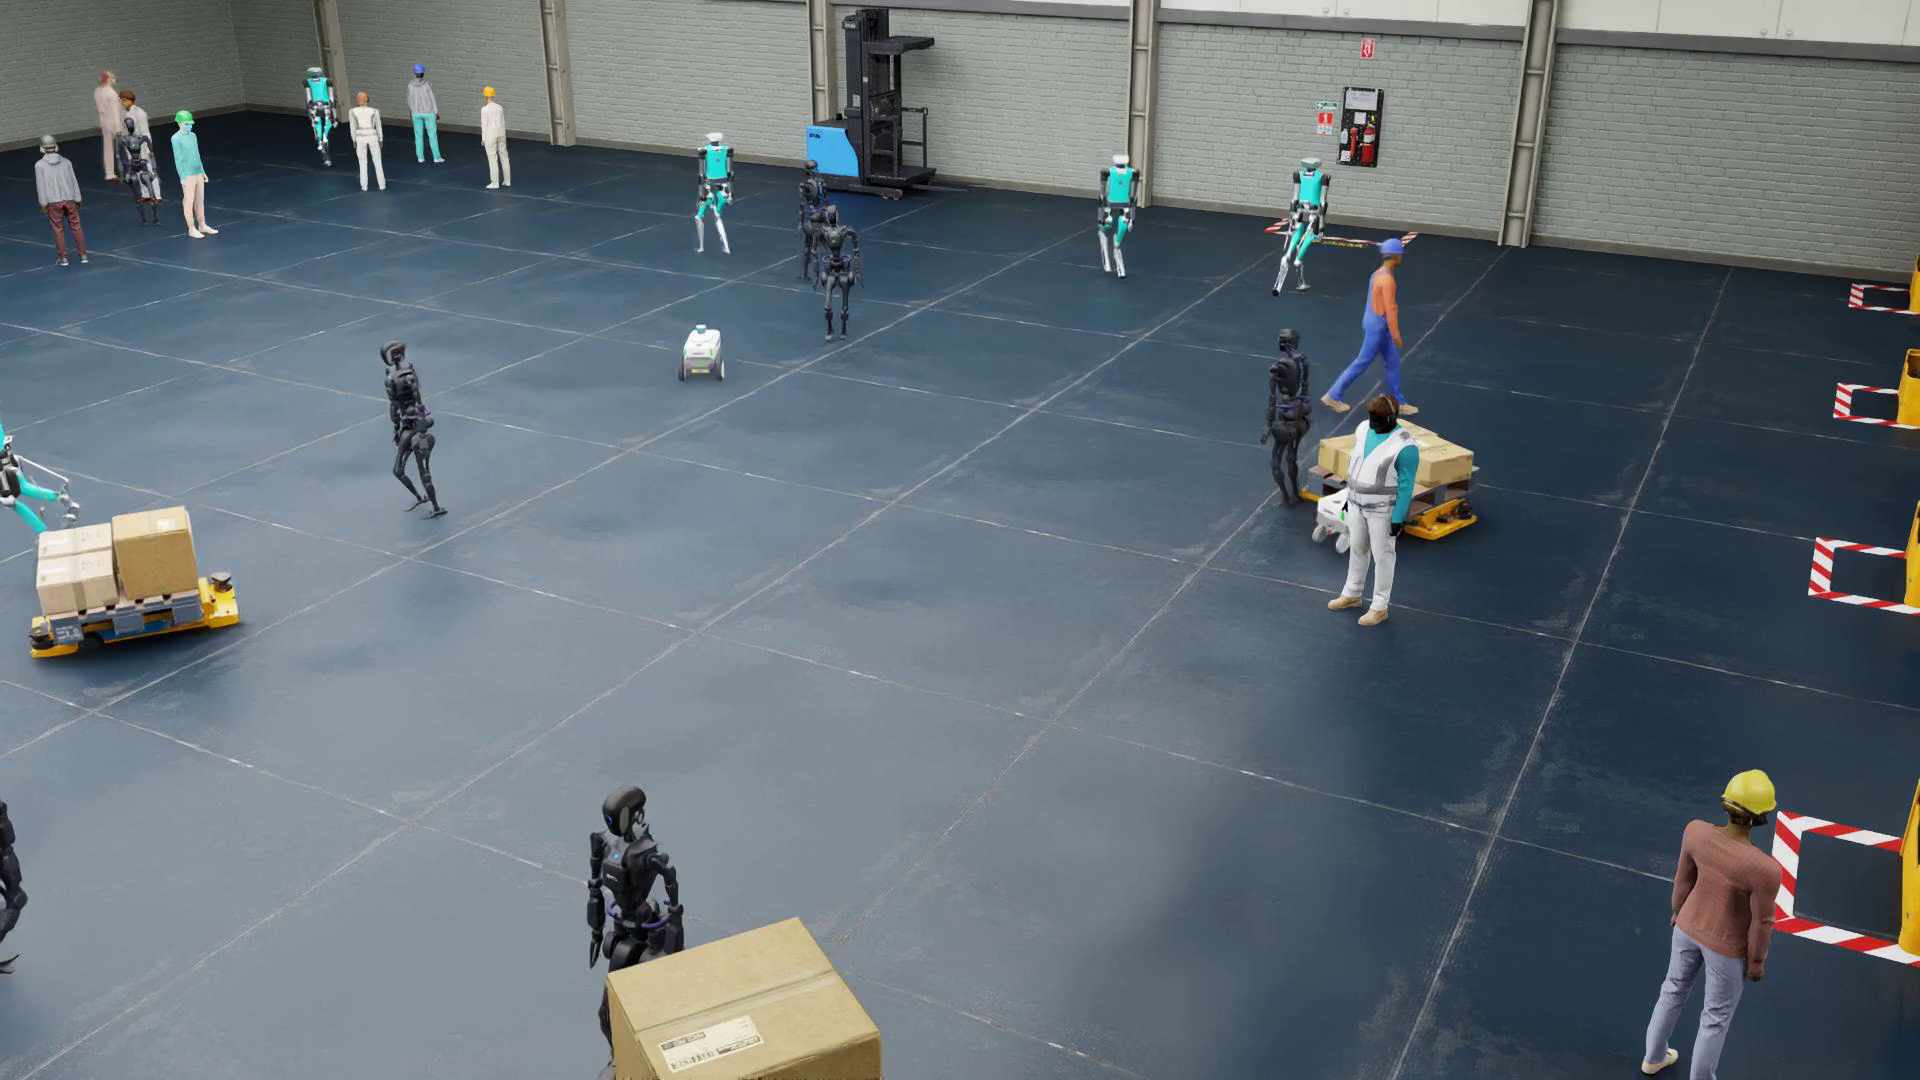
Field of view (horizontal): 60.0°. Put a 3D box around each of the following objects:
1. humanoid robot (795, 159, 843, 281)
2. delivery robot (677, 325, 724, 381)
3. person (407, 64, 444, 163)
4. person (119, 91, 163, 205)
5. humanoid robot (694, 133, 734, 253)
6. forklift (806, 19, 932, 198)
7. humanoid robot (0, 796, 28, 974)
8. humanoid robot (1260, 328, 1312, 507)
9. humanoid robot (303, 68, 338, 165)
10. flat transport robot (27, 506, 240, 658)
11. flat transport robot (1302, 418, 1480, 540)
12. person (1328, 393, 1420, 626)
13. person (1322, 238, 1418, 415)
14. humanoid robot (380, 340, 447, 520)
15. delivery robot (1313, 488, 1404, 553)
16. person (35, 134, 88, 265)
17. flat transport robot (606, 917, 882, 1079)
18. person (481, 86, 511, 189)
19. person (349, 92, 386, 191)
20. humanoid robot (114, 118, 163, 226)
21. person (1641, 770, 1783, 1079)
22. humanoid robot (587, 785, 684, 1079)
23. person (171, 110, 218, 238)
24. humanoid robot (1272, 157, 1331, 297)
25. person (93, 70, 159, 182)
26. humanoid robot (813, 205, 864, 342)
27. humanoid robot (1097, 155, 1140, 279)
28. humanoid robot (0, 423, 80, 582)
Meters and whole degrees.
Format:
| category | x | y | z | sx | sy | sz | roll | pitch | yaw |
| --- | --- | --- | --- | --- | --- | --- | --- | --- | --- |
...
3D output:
| category | x | y | z | sx | sy | sz | roll | pitch | yaw |
| --- | --- | --- | --- | --- | --- | --- | --- | --- | --- |
| humanoid robot | -1.927 | -4.289 | 22.409 | 0.651 | 1.641 | 0.587 | 16 | 28 | 33 |
| delivery robot | -2.899 | -2.102 | 18.708 | 0.499 | 0.606 | 0.796 | 0 | 23 | -1 |
| person | -9.793 | -7.779 | 30.363 | 0.542 | 1.776 | 0.358 | 1 | 23 | 2 |
| person | -13.370 | -6.390 | 27.074 | 0.510 | 1.823 | 0.364 | 9 | 25 | 20 |
| humanoid robot | -3.584 | -4.998 | 23.981 | 0.530 | 1.803 | 0.798 | -12 | 26 | -25 |
| forklift | -1.573 | -7.292 | 27.850 | 1.873 | 2.768 | 1.129 | 12 | 26 | 25 |
| humanoid robot | -5.230 | 1.583 | 8.706 | 0.614 | 1.639 | 0.431 | 8 | 25 | 18 |
| humanoid robot | 2.961 | -1.101 | 14.961 | 0.594 | 1.650 | 0.323 | -21 | 31 | -40 |
| humanoid robot | -11.487 | -7.542 | 29.856 | 0.554 | 1.766 | 0.928 | 0 | 23 | 1 |
| flat transport robot | -6.382 | 0.557 | 12.866 | 1.431 | 0.231 | 0.659 | -11 | 26 | -24 |
| flat transport robot | 3.862 | -0.357 | 14.993 | 0.659 | 0.231 | 1.431 | -19 | 30 | -37 |
| person | 3.169 | -0.247 | 12.754 | 0.429 | 1.838 | 0.620 | -13 | 27 | -28 |
| person | 4.314 | -2.207 | 17.291 | 0.984 | 1.856 | 0.521 | 4 | 24 | 9 |
| humanoid robot | -4.808 | -0.969 | 14.646 | 0.377 | 1.642 | 0.609 | -21 | 31 | -40 |
| delivery robot | 3.436 | -0.234 | 14.369 | 0.816 | 0.612 | 0.499 | -15 | 28 | -31 |
| person | -12.628 | -4.779 | 23.342 | 0.551 | 1.806 | 0.381 | -20 | 30 | -39 |
| flat transport robot | -0.899 | 2.977 | 7.232 | 0.659 | 0.231 | 1.431 | -1 | 23 | -2 |
| person | -7.908 | -6.834 | 28.261 | 0.315 | 1.697 | 0.467 | 17 | 28 | 34 |
| person | -10.014 | -6.737 | 28.125 | 0.507 | 1.630 | 0.316 | -8 | 24 | -17 |
| humanoid robot | -12.581 | -5.624 | 25.472 | 0.584 | 1.648 | 0.470 | -15 | 28 | -32 |
| person | 3.602 | 1.880 | 7.904 | 0.341 | 1.760 | 0.521 | -12 | 26 | -25 |
| humanoid robot | -1.526 | 1.928 | 7.886 | 0.601 | 1.654 | 0.382 | 13 | 27 | 28 |
| person | -11.494 | -5.480 | 24.896 | 0.362 | 1.867 | 0.516 | 6 | 24 | 14 |
| humanoid robot | 4.391 | -4.032 | 21.755 | 0.558 | 1.832 | 0.893 | 20 | 30 | 38 |
| person | -14.578 | -7.206 | 28.901 | 0.656 | 1.865 | 0.941 | 15 | 27 | 31 |
| humanoid robot | -1.450 | -3.179 | 19.784 | 0.612 | 1.646 | 0.433 | -1 | 23 | -3 |
| humanoid robot | 2.094 | -4.367 | 22.476 | 0.547 | 1.731 | 1.014 | -2 | 23 | -6 |
| humanoid robot | -7.501 | -0.476 | 13.470 | 0.755 | 1.825 | 0.539 | -10 | 25 | -22 |
